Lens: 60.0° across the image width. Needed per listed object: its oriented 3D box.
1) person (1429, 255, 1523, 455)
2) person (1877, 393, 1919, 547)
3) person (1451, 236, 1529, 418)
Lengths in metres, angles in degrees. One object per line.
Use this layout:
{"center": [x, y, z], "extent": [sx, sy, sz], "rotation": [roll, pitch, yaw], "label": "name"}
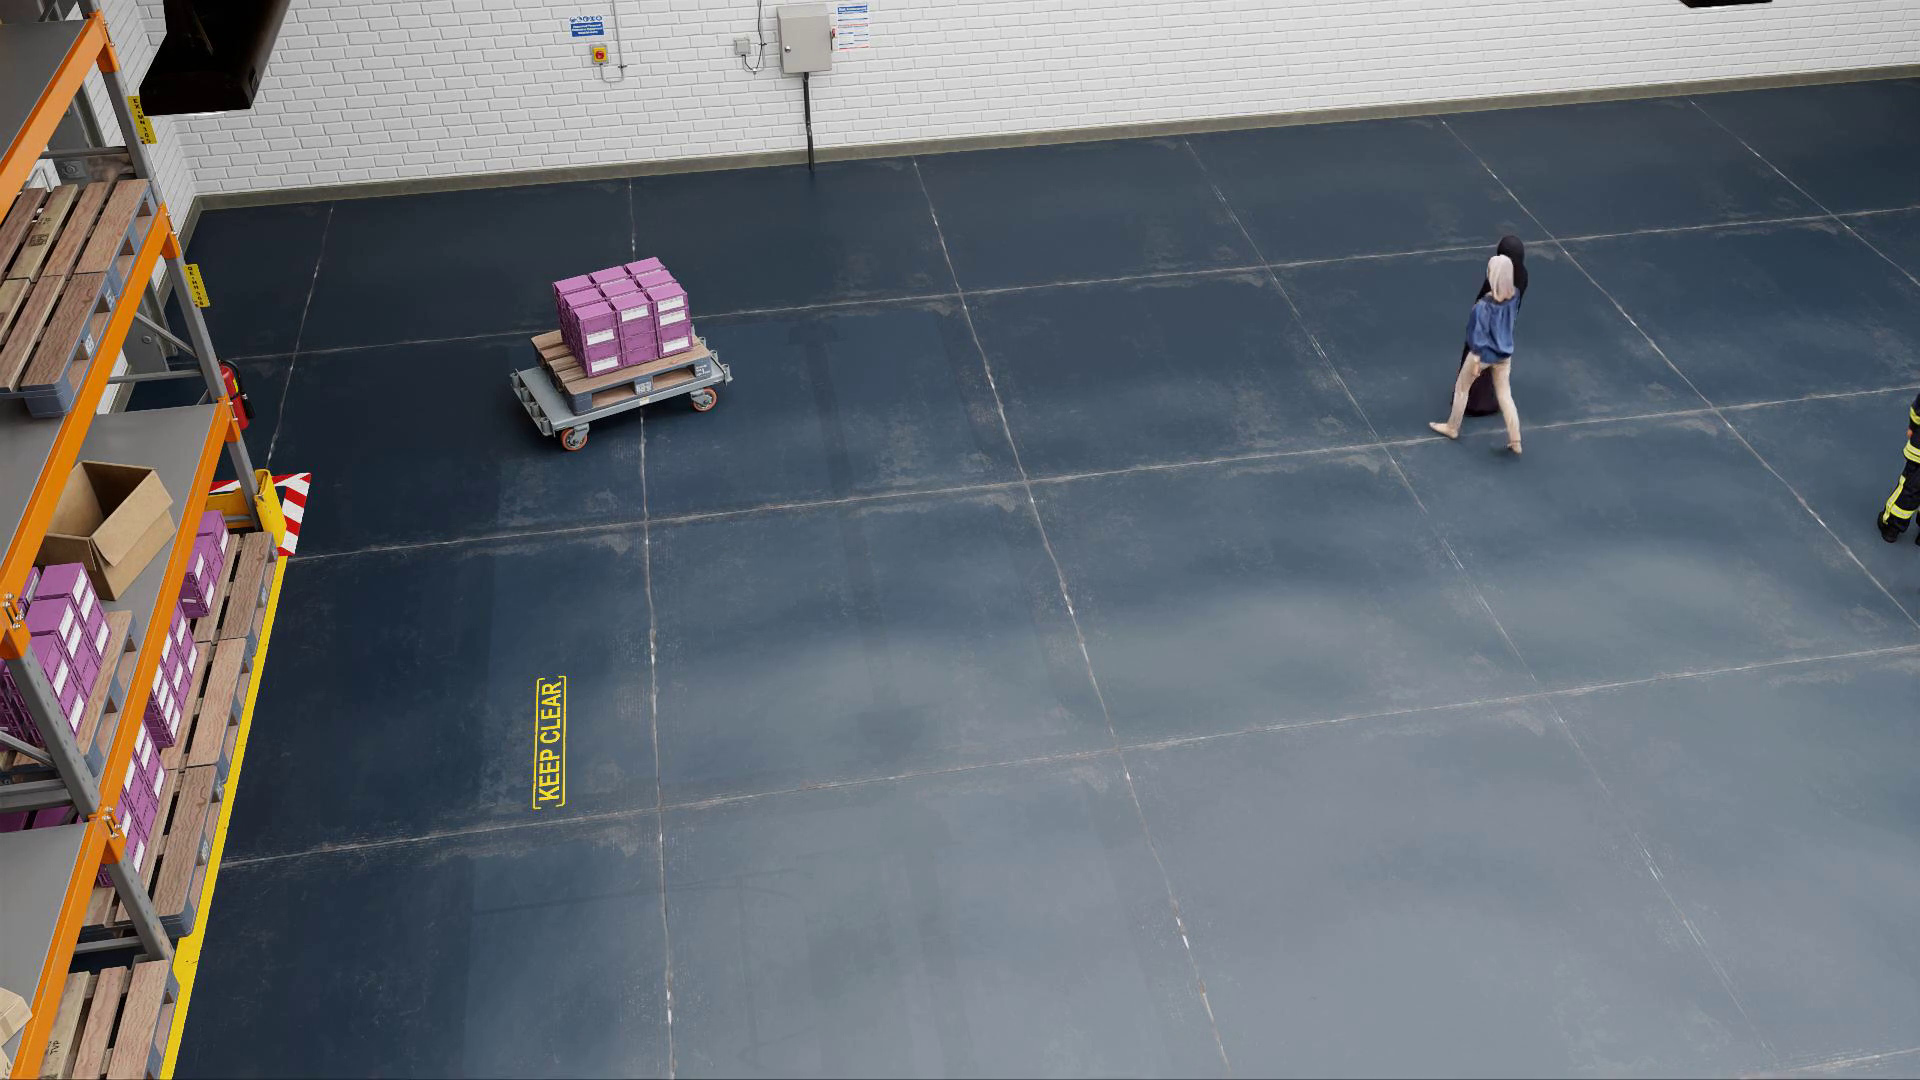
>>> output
{"center": [4.250, -1.425, 13.139], "extent": [0.901, 1.666, 1.116], "rotation": [-21, 43, -24], "label": "person"}
{"center": [7.225, -0.783, 12.126], "extent": [0.886, 1.926, 0.871], "rotation": [12, 40, 15], "label": "person"}
{"center": [4.363, -1.755, 13.593], "extent": [0.686, 1.615, 0.697], "rotation": [-20, 43, -23], "label": "person"}
